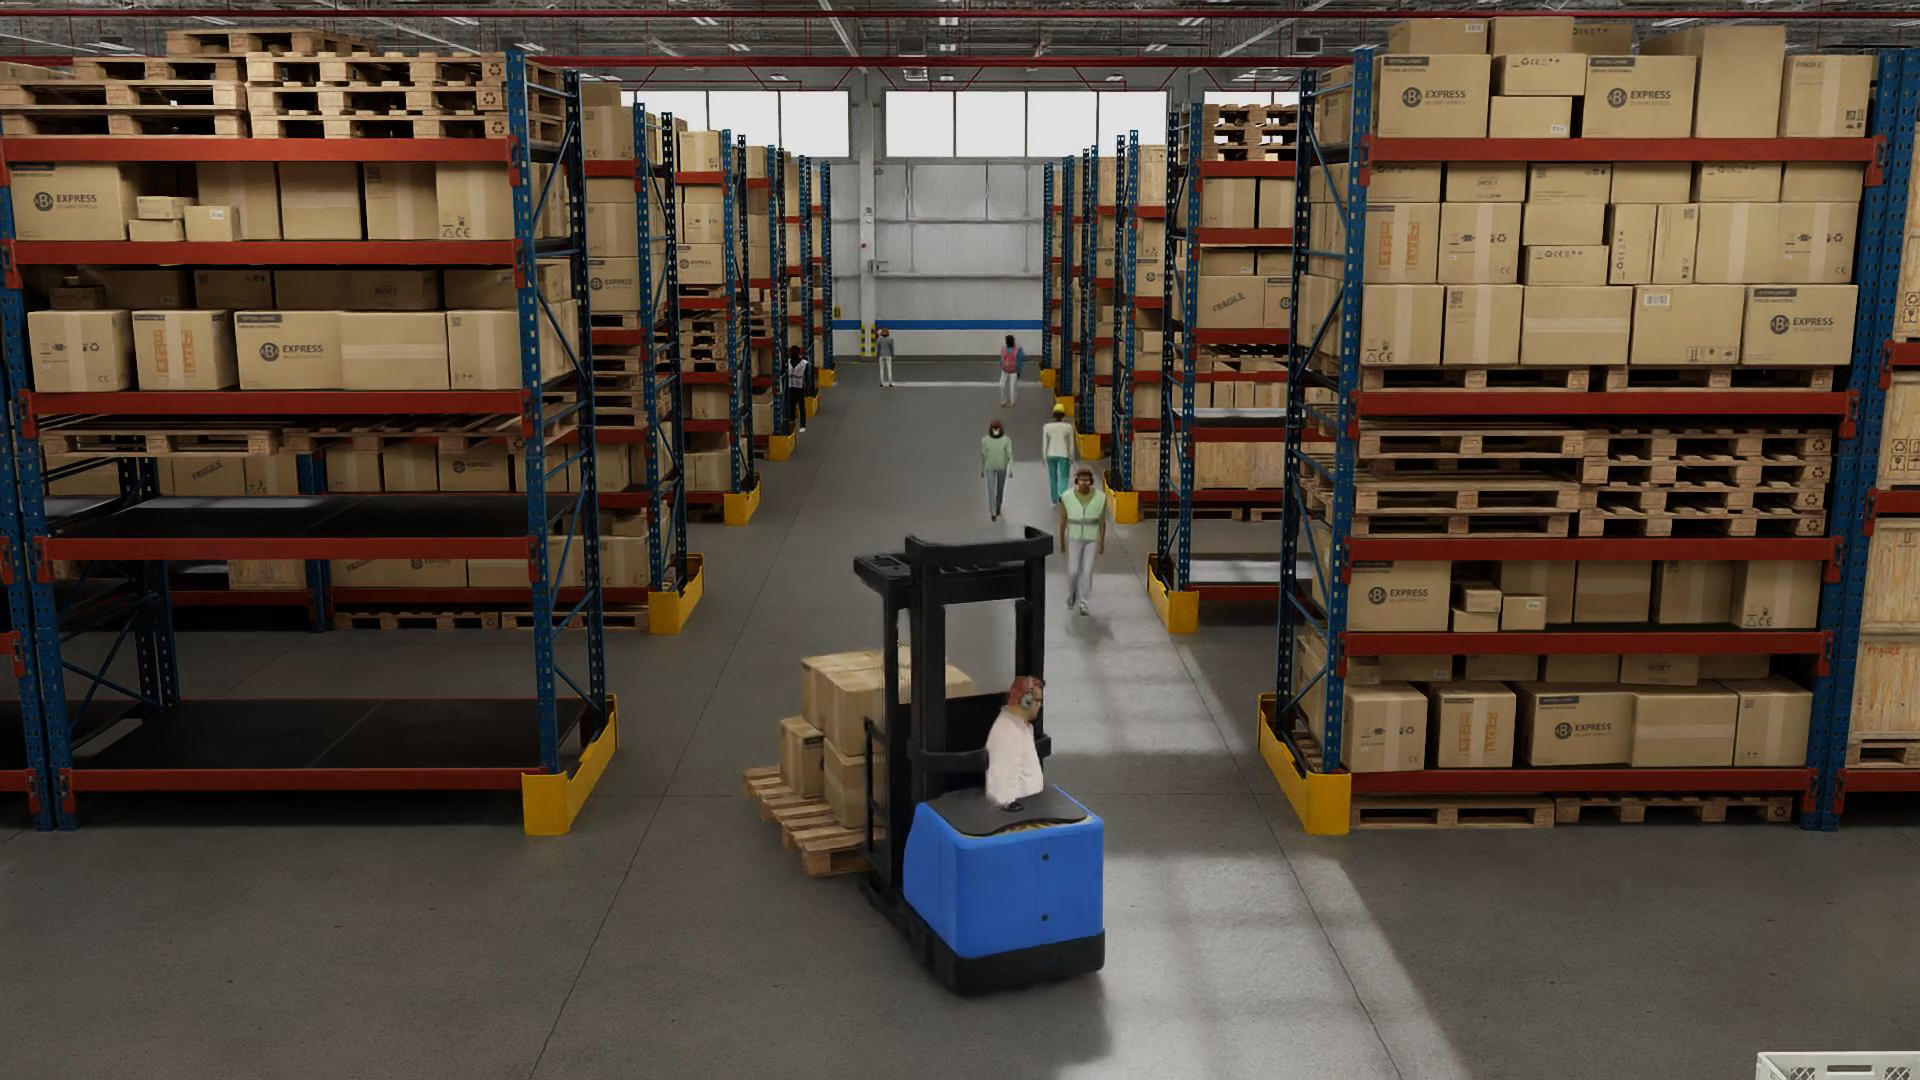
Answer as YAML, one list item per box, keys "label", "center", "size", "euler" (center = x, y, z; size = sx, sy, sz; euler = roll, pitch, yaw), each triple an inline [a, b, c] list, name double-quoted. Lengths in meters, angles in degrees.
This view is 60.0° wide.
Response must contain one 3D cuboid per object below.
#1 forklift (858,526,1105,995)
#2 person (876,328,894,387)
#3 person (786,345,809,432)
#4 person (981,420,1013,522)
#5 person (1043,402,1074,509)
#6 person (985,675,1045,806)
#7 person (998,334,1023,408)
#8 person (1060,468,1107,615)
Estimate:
- label: "forklift"
  center: [0.131, 1.324, 11.139]
  size: [1.129, 2.768, 1.873]
  euler: [-5, 12, -22]
- label: "person"
  center: [-2.049, -5.002, 45.592]
  size: [0.498, 1.634, 0.281]
  euler: [0, 11, 2]
- label: "person"
  center: [-3.586, -3.324, 36.578]
  size: [0.590, 1.915, 0.389]
  euler: [4, 12, 21]
- label: "person"
  center: [0.583, -1.135, 26.507]
  size: [0.510, 1.602, 0.793]
  euler: [0, 11, -2]
- label: "person"
  center: [1.613, -1.376, 27.318]
  size: [0.526, 1.757, 0.408]
  euler: [2, 12, 12]
- label: "person"
  center: [0.294, 1.832, 11.123]
  size: [0.525, 1.873, 0.730]
  euler: [1, 11, 6]
- label: "person"
  center: [1.206, -4.112, 40.733]
  size: [0.631, 1.823, 0.631]
  euler: [6, 13, 28]
- label: "person"
  center: [1.504, 0.009, 20.276]
  size: [0.564, 1.826, 0.437]
  euler: [0, 11, -1]
